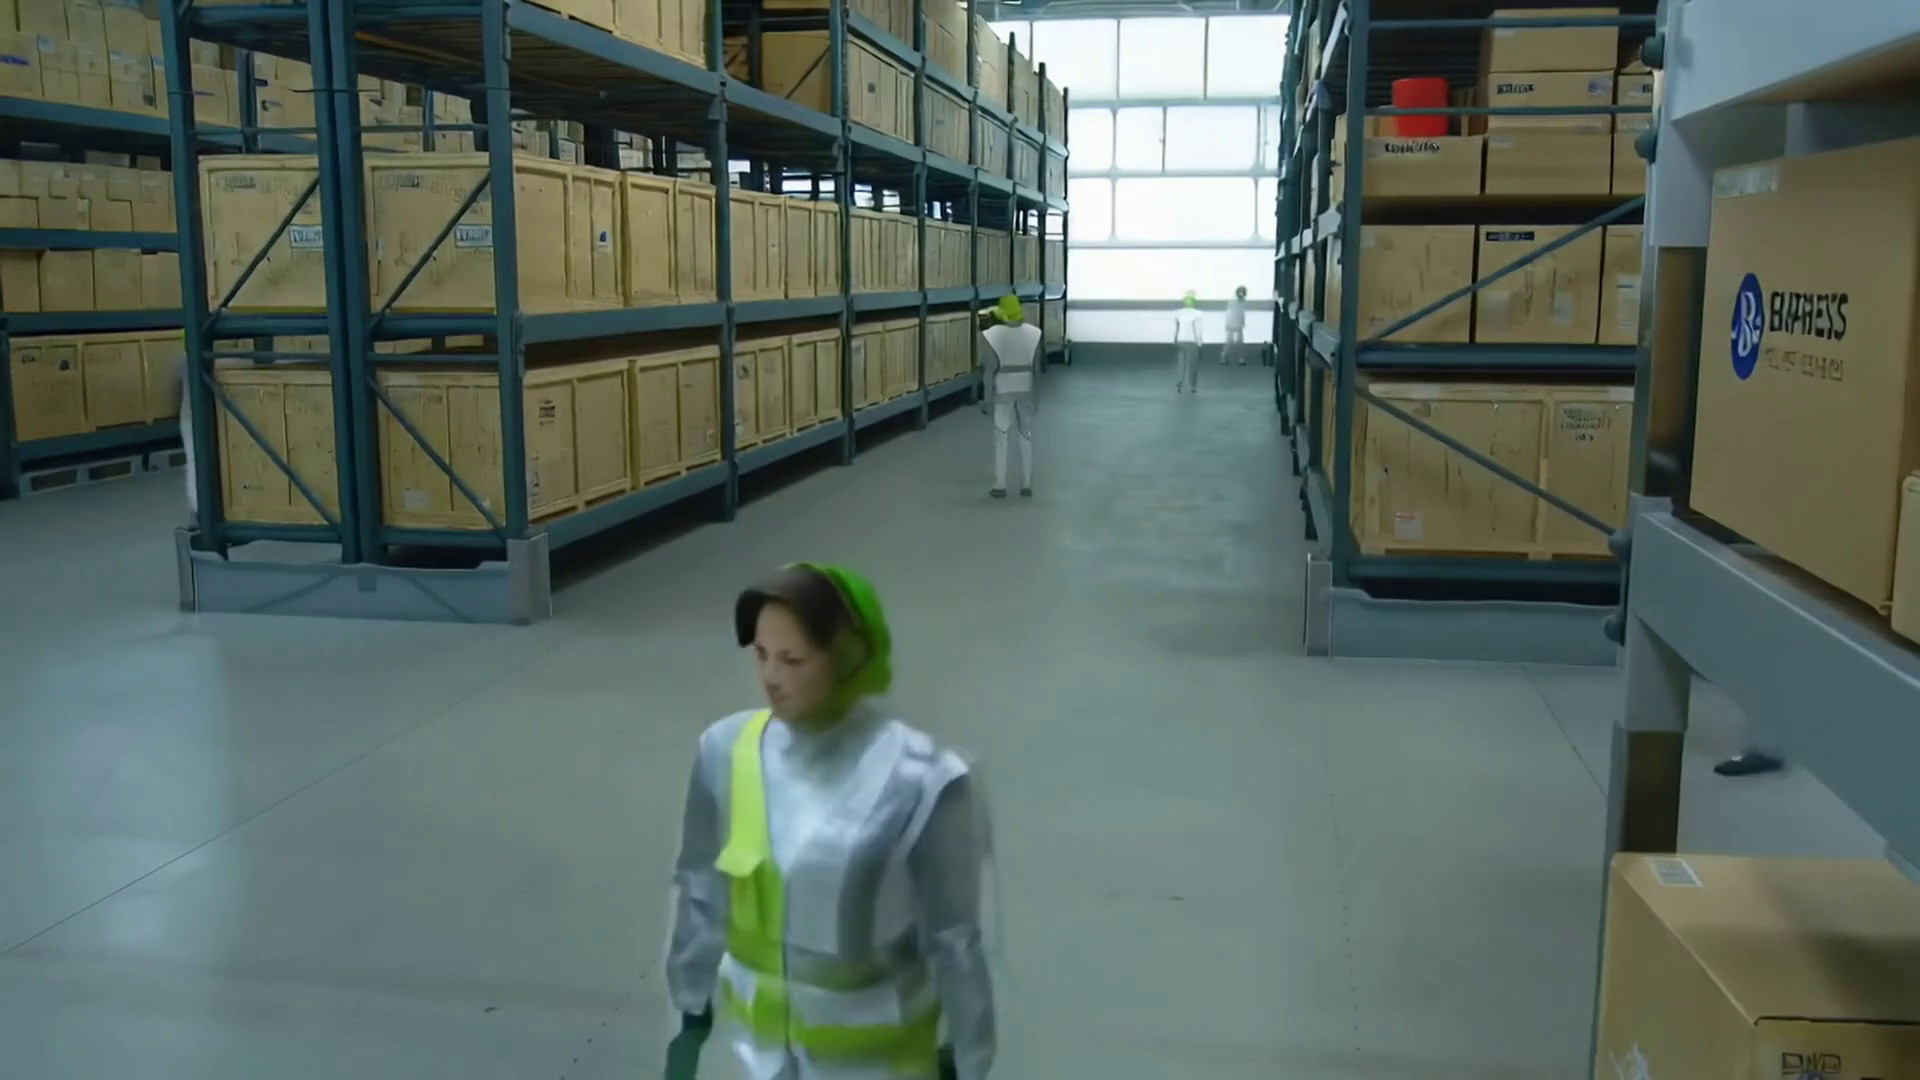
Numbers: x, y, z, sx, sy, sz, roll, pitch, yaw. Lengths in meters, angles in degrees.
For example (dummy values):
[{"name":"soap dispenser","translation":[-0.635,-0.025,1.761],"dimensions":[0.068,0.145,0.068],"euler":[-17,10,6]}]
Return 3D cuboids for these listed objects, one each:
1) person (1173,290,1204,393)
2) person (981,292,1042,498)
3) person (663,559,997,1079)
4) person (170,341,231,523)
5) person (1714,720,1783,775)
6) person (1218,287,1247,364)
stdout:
[{"name":"person","translation":[3.820,-3.331,27.932],"dimensions":[0.519,1.722,0.896],"euler":[2,9,14]},{"name":"person","translation":[0.470,-1.293,14.909],"dimensions":[0.570,1.844,0.380],"euler":[-3,10,-20]},{"name":"person","translation":[-0.190,0.808,2.680],"dimensions":[0.540,1.600,0.855],"euler":[5,11,30]},{"name":"person","translation":[-6.165,-0.954,13.599],"dimensions":[0.501,1.586,0.863],"euler":[-2,9,-11]},{"name":"person","translation":[3.527,0.026,6.638],"dimensions":[0.857,1.881,0.651],"euler":[-3,9,-15]},{"name":"person","translation":[6.039,-4.748,36.820],"dimensions":[0.830,1.703,0.578],"euler":[-6,11,-35]}]
